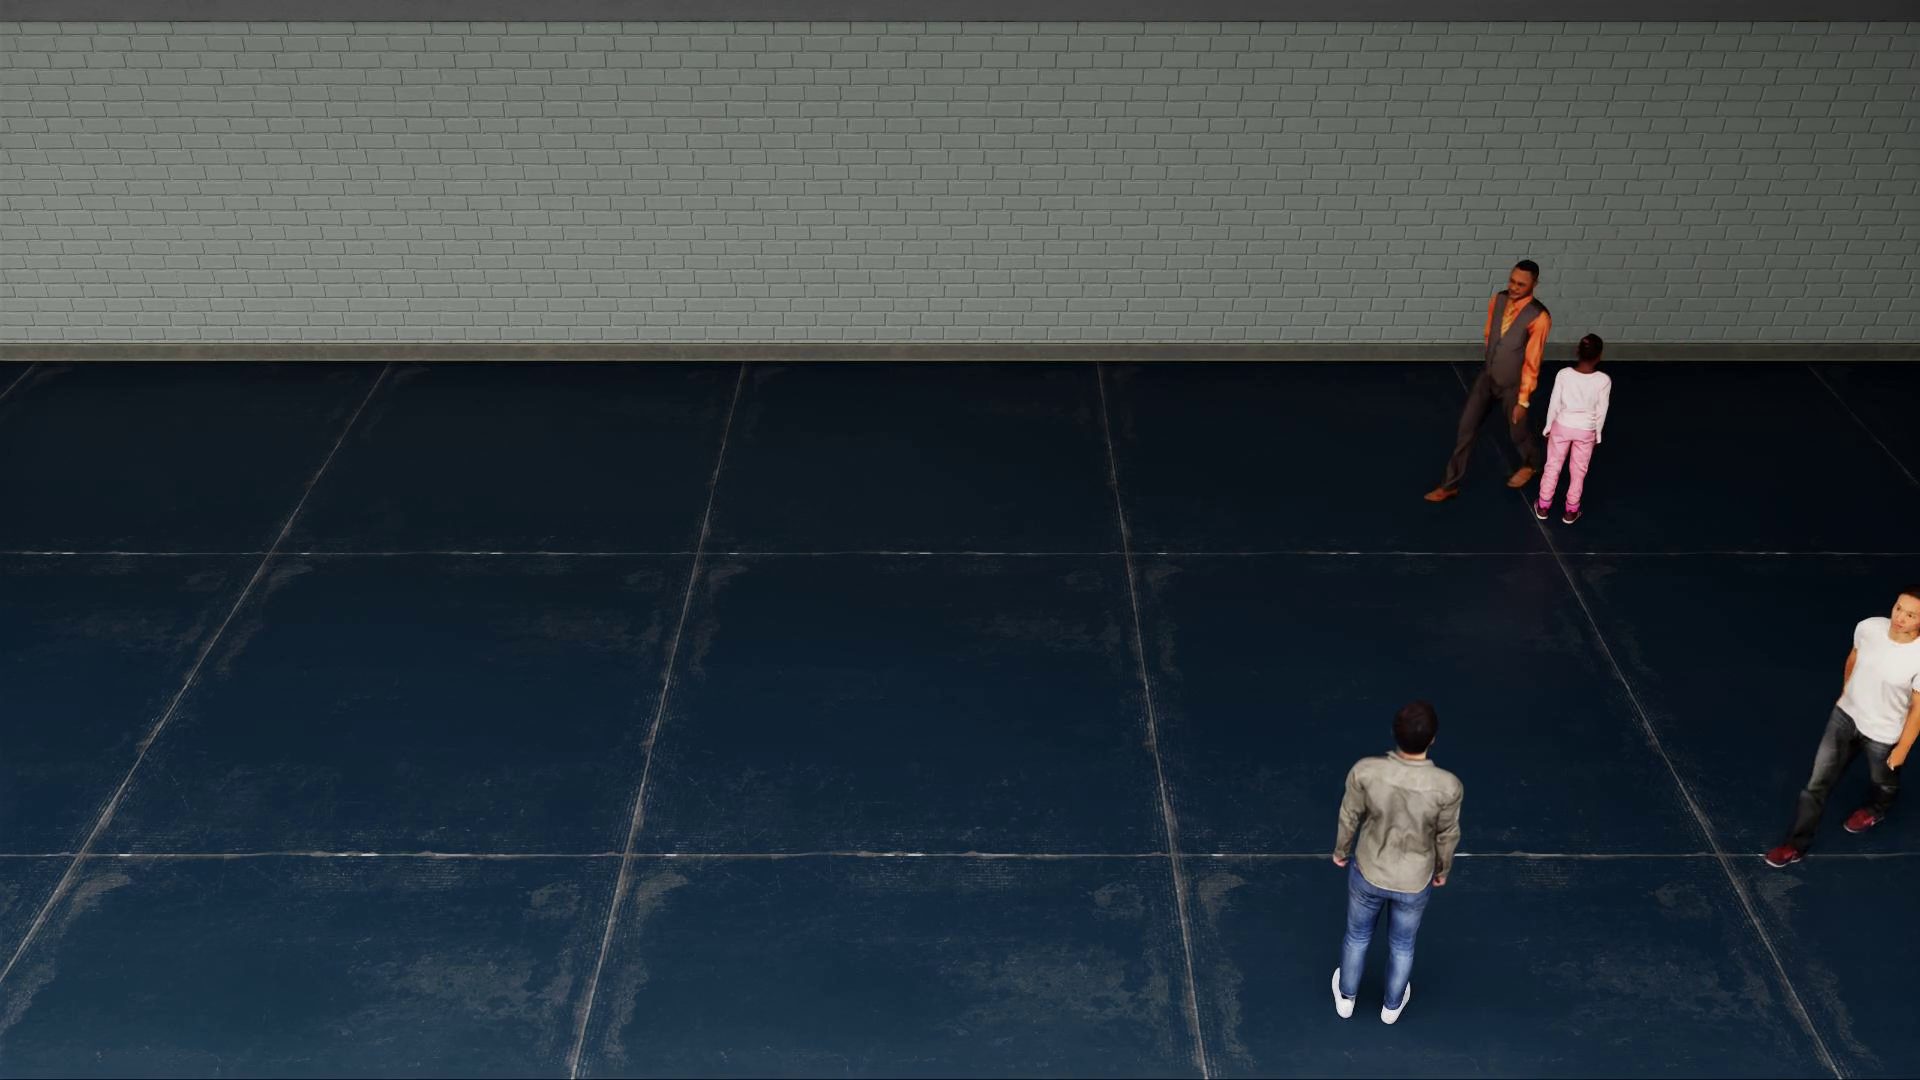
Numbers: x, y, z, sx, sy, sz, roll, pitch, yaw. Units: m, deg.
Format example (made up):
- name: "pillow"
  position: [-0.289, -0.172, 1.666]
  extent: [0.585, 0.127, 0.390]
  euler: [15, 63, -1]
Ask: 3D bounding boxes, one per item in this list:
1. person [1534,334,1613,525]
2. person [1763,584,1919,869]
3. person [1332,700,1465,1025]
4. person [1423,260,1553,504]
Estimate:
- name: "person"
  position: [4.312, -0.794, 11.661]
  extent: [0.614, 1.455, 0.609]
  euler: [13, 35, 19]
- name: "person"
  position: [4.850, 0.946, 8.720]
  extent: [1.132, 1.746, 1.211]
  euler: [-19, 37, -26]
- name: "person"
  position: [2.002, 1.527, 7.715]
  extent: [0.762, 1.869, 0.689]
  euler: [9, 34, 13]
- name: "person"
  position: [3.956, -1.114, 11.787]
  extent: [1.210, 1.855, 1.315]
  euler: [-18, 37, -25]
